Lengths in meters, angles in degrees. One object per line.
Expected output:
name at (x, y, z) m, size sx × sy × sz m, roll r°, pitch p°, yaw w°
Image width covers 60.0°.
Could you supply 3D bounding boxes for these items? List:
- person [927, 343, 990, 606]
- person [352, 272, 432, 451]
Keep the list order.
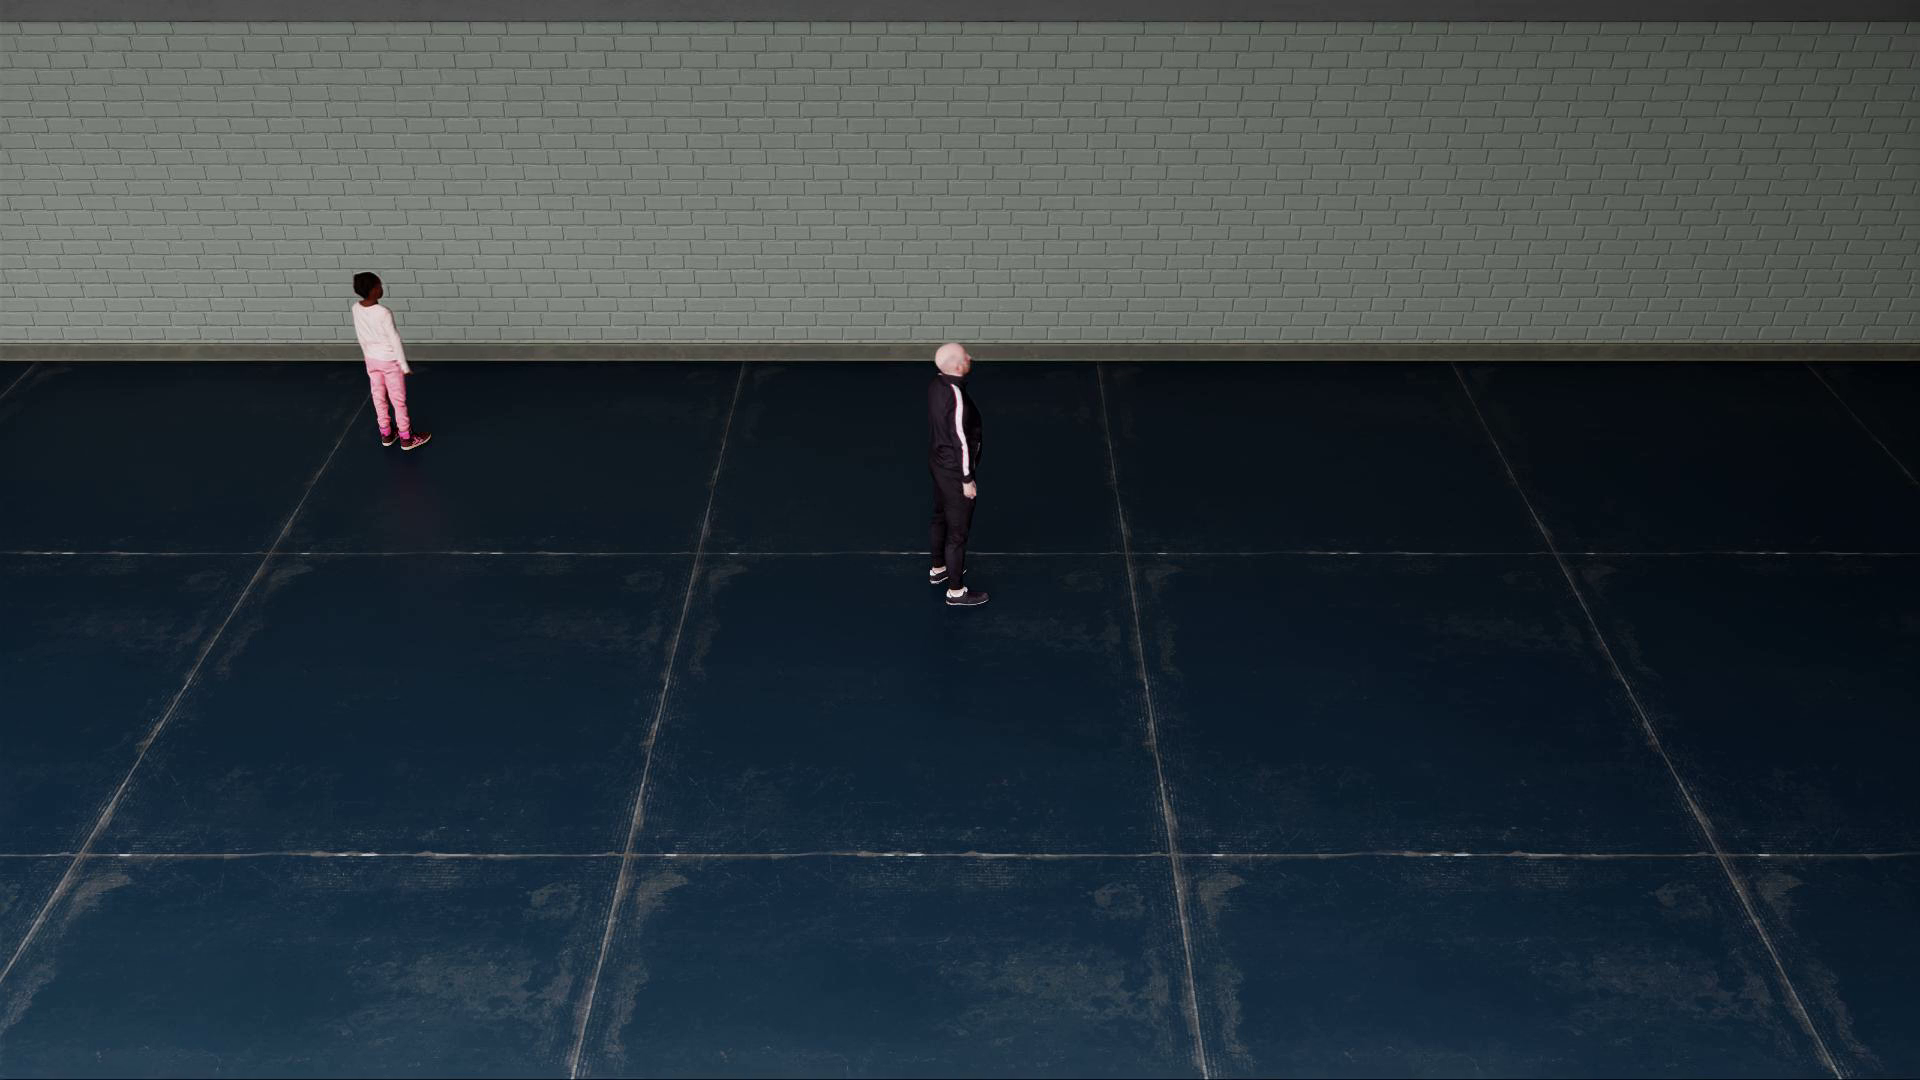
person at (-0.054, -0.439, 10.766) m, size 0.803 × 1.837 × 0.649 m, roll -12°, pitch 35°, yaw -18°
person at (-4.354, -1.368, 12.558) m, size 0.620 × 1.441 × 0.627 m, roll 15°, pitch 36°, yaw 22°
